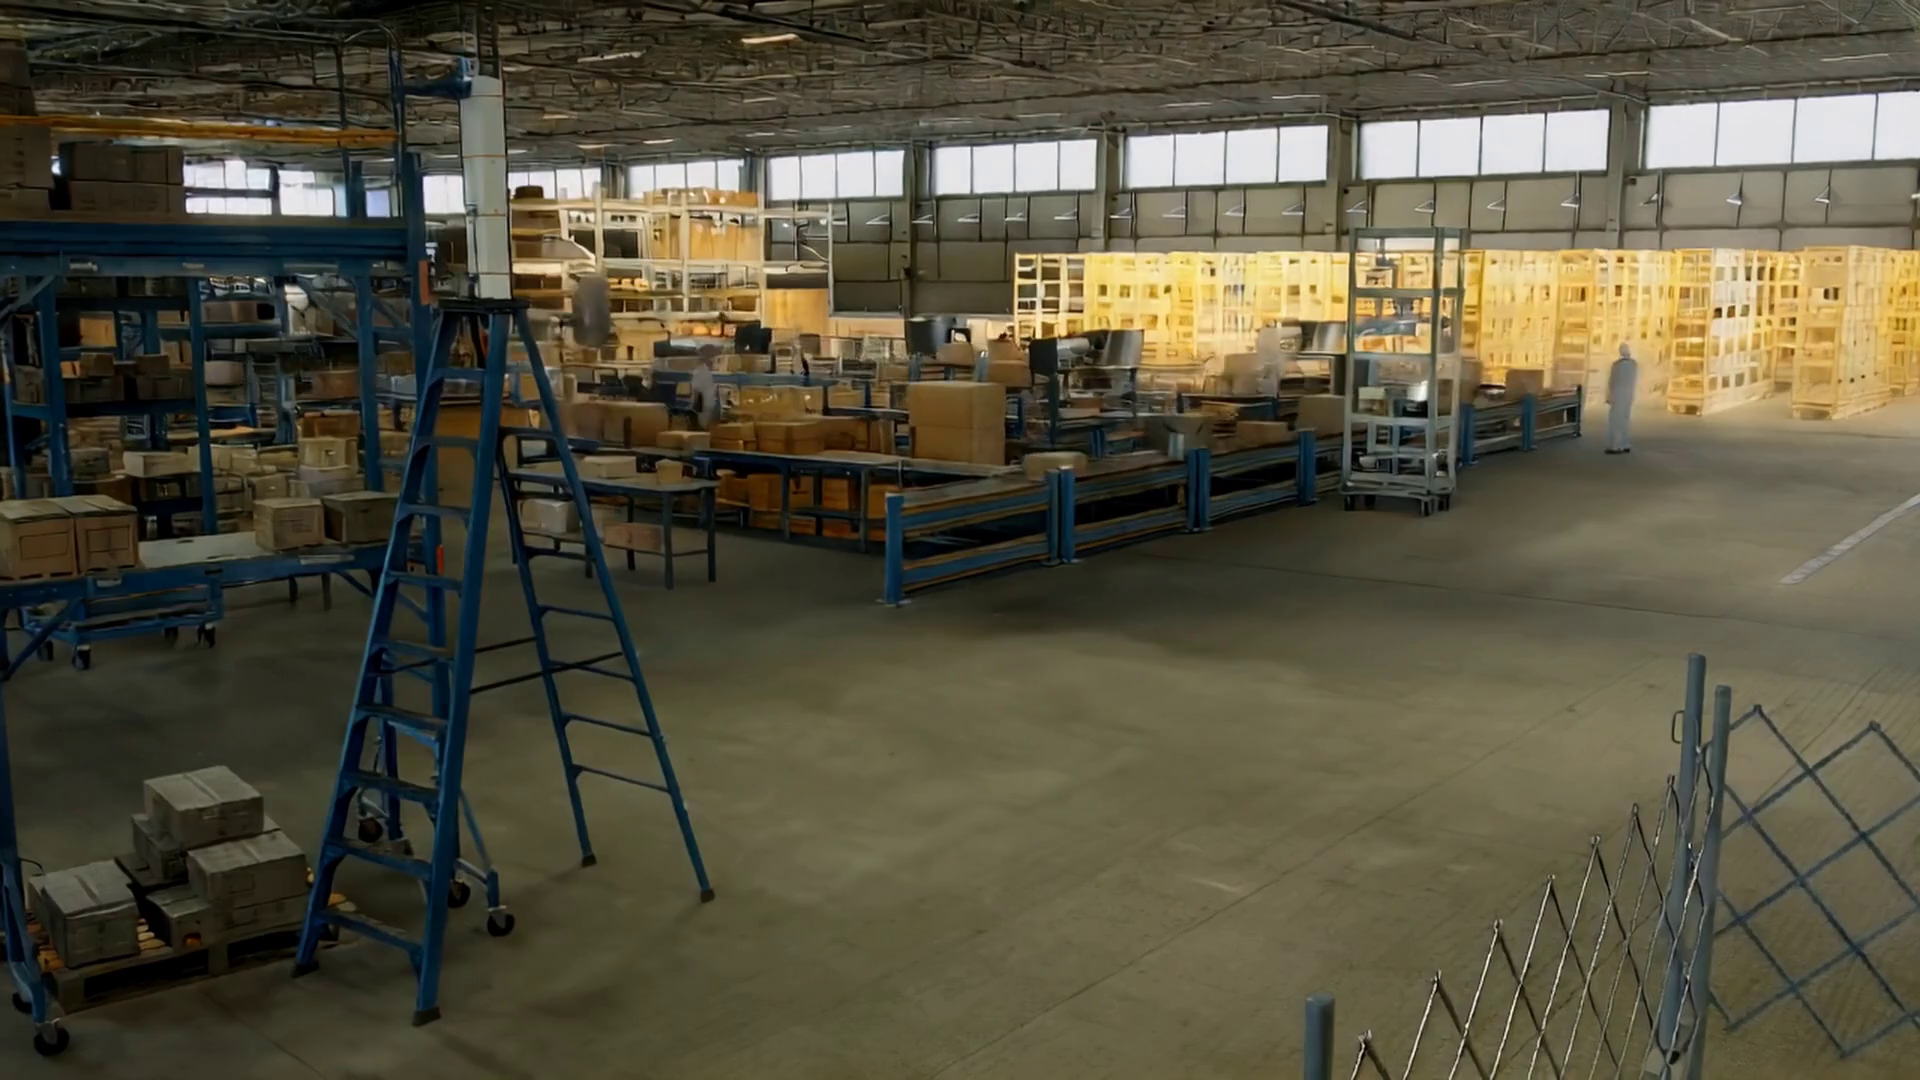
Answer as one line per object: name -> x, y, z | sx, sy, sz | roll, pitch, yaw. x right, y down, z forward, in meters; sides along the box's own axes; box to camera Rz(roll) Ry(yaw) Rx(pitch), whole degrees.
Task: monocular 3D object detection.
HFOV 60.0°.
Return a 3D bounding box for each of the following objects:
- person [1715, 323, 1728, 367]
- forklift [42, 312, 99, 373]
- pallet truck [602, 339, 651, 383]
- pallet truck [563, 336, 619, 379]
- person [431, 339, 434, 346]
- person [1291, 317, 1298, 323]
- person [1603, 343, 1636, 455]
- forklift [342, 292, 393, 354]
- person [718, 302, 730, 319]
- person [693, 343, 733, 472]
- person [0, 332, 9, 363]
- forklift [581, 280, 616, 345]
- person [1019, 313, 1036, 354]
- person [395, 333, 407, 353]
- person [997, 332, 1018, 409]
person -> 19.692, -4.781, 43.114 | 0.388, 1.837, 0.563 | 7, 12, 38
forklift -> -23.779, -5.451, 44.052 | 1.873, 2.768, 1.129 | 7, 11, 36
pallet truck -> -8.991, -4.871, 45.351 | 0.653, 1.274, 1.630 | 7, 11, 37
pallet truck -> -10.690, -5.294, 48.215 | 1.601, 1.201, 0.680 | -5, 10, -26
person -> -14.748, -5.188, 46.249 | 0.536, 1.650, 0.886 | 2, 9, 11
person -> 10.180, -5.936, 50.495 | 0.933, 1.787, 0.586 | 8, 12, 39
person -> 11.067, -2.364, 27.930 | 0.731, 1.885, 0.420 | -7, 11, -37
forklift -> -16.485, -5.622, 45.120 | 1.129, 2.768, 1.873 | 7, 11, 37
person -> -8.797, -7.872, 61.940 | 0.638, 1.984, 0.441 | 7, 12, 38
person -> -3.839, -2.004, 25.359 | 1.020, 1.980, 0.630 | -1, 9, -5
person -> -24.746, -4.780, 42.931 | 0.958, 1.889, 0.575 | 6, 11, 32
forklift -> -11.900, -7.109, 54.400 | 1.129, 2.768, 1.873 | 5, 10, 28
person -> 2.274, -6.894, 56.144 | 0.611, 1.895, 1.013 | -1, 9, -4
person -> -17.046, -5.999, 50.975 | 0.532, 1.744, 0.589 | 6, 11, 35
person -> 0.974, -3.810, 37.426 | 0.878, 1.720, 0.534 | 6, 11, 31
